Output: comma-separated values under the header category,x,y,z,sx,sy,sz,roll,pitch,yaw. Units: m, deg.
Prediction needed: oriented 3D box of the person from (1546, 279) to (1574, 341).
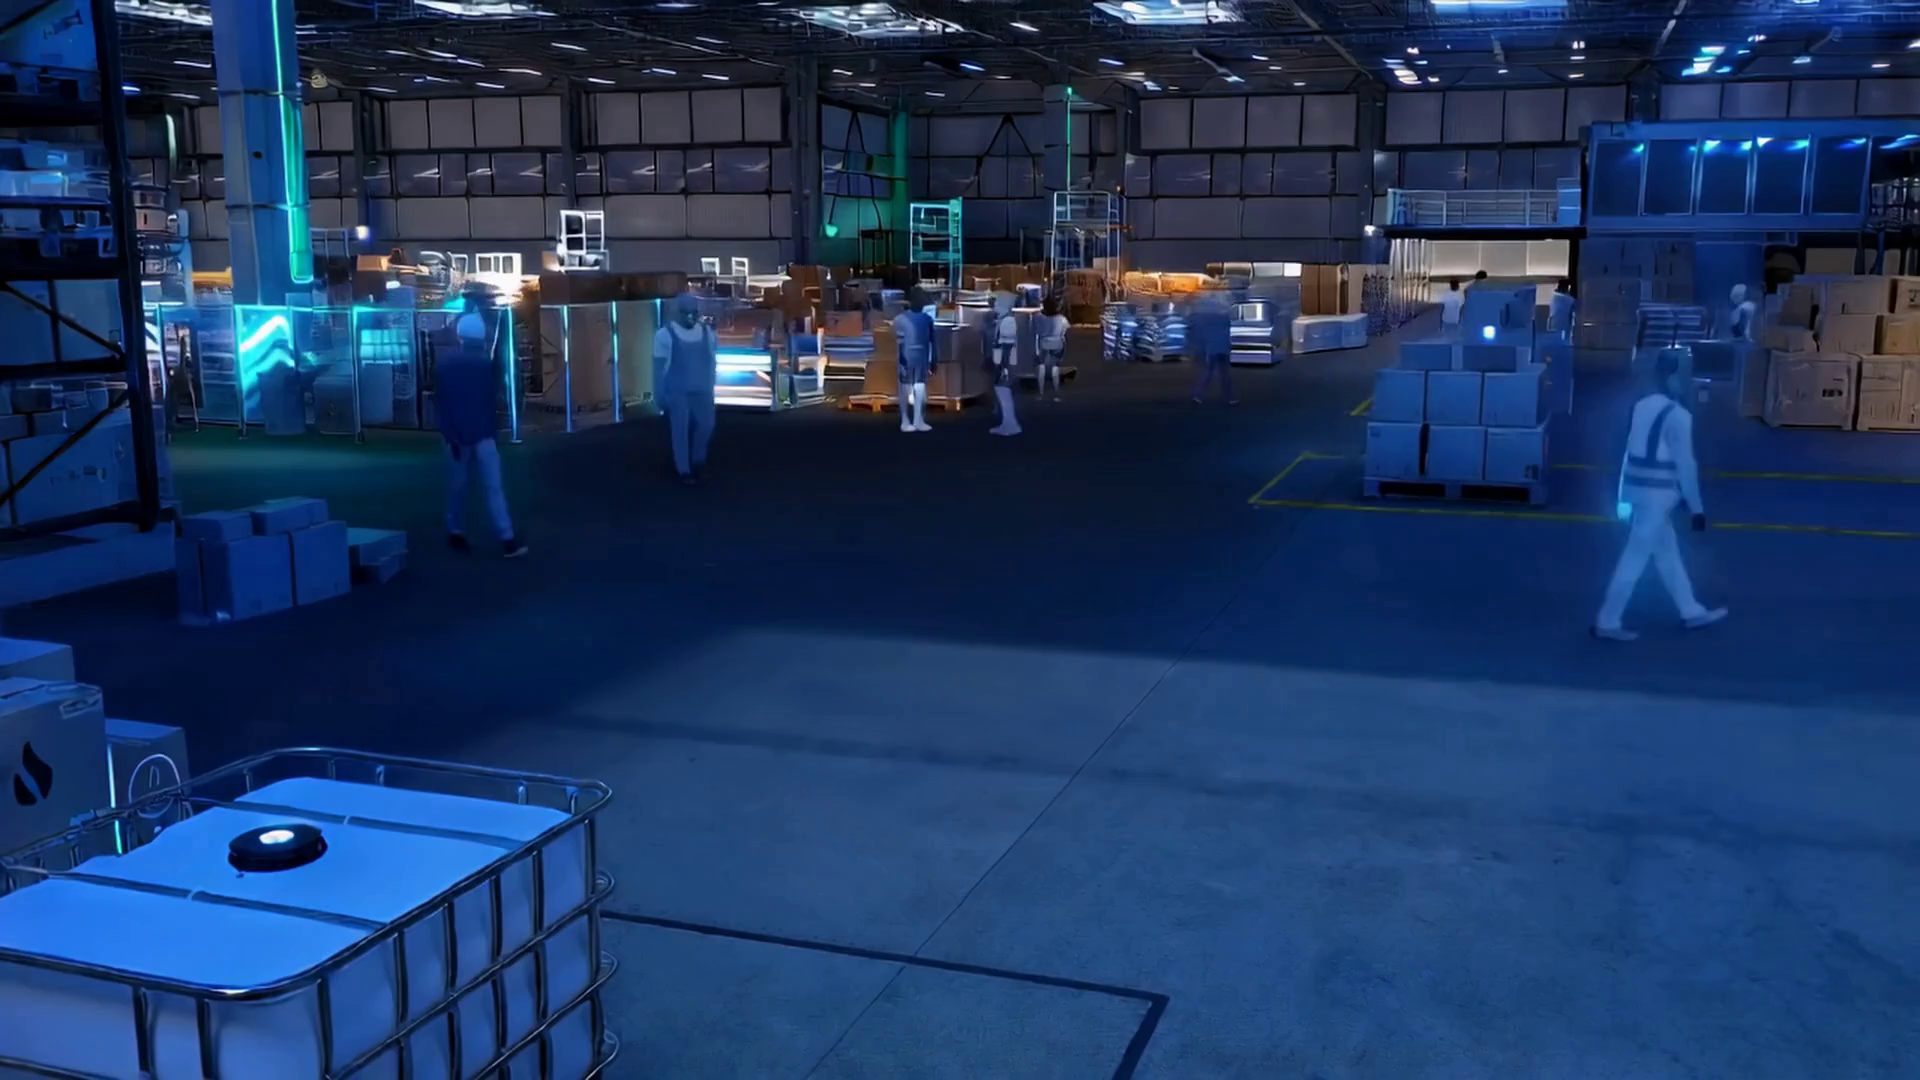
category,x,y,z,sx,sy,sz,roll,pitch,yaw
person,11.207,-3.931,31.108,0.563,1.857,0.334,-2,10,-10

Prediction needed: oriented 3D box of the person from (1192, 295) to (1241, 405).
category,x,y,z,sx,sy,sz,roll,pitch,yaw
person,4.015,-2.968,26.026,0.873,1.732,0.530,-6,12,-30

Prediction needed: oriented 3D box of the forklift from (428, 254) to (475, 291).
category,x,y,z,sx,sy,sz,roll,pitch,yaw
forklift,-20.133,-10.254,65.465,1.157,1.987,2.680,3,11,19

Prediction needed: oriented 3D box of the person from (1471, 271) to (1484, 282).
category,x,y,z,sx,sy,sz,roll,pitch,yaw
person,11.545,-5.033,37.119,0.383,1.929,0.539,4,11,21

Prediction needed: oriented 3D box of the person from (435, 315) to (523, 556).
category,x,y,z,sx,sy,sz,roll,pitch,yaw
person,-3.918,-0.835,13.436,0.605,1.936,1.044,-9,13,-41

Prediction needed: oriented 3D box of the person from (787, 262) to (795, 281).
category,x,y,z,sx,sy,sz,roll,pitch,yaw
person,-5.984,-9.107,60.193,0.897,1.873,0.649,-7,12,-35

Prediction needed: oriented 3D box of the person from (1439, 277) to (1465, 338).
category,x,y,z,sx,sy,sz,roll,pitch,yaw
person,9.970,-4.408,33.813,0.529,1.849,0.794,8,13,37

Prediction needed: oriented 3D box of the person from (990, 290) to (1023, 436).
category,x,y,z,sx,sy,sz,roll,pitch,yaw
person,0.600,-2.321,21.926,0.428,1.908,0.641,1,10,3

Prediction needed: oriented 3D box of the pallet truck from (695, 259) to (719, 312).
category,x,y,z,sx,sy,sz,roll,pitch,yaw
pallet truck,-9.165,-9.627,62.776,0.823,1.965,1.885,4,11,23

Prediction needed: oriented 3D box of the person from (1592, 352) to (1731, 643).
category,x,y,z,sx,sy,sz,roll,pitch,yaw
person,4.460,-0.251,10.435,0.980,1.829,0.600,0,10,-2

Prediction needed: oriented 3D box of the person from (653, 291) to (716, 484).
category,x,y,z,sx,sy,sz,roll,pitch,yaw
person,-2.846,-1.600,17.447,0.679,2.000,0.542,-5,11,-26

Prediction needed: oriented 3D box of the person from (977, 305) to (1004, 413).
category,x,y,z,sx,sy,sz,roll,pitch,yaw
person,0.511,-2.698,24.796,0.523,1.615,0.341,4,11,20

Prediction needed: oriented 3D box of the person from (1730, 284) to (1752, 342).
category,x,y,z,sx,sy,sz,roll,pitch,yaw
person,12.786,-3.281,27.410,0.709,1.859,0.686,2,10,10

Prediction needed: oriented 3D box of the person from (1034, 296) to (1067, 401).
category,x,y,z,sx,sy,sz,roll,pitch,yaw
person,1.450,-3.059,26.663,0.536,1.693,0.320,2,10,11

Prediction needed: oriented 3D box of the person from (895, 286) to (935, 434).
category,x,y,z,sx,sy,sz,roll,pitch,yaw
person,-0.585,-2.405,22.190,0.618,1.963,0.361,-10,14,-43

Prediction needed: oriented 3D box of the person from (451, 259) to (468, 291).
category,x,y,z,sx,sy,sz,roll,pitch,yaw
person,-16.496,-8.223,54.759,0.605,2.036,0.388,0,10,1

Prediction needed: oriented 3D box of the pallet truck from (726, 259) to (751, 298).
category,x,y,z,sx,sy,sz,roll,pitch,yaw
pallet truck,-7.986,-9.493,62.019,0.823,1.965,1.885,3,11,17

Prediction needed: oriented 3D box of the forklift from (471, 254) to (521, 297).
category,x,y,z,sx,sy,sz,roll,pitch,yaw
forklift,-17.990,-10.121,64.684,1.157,1.987,2.680,3,11,17
